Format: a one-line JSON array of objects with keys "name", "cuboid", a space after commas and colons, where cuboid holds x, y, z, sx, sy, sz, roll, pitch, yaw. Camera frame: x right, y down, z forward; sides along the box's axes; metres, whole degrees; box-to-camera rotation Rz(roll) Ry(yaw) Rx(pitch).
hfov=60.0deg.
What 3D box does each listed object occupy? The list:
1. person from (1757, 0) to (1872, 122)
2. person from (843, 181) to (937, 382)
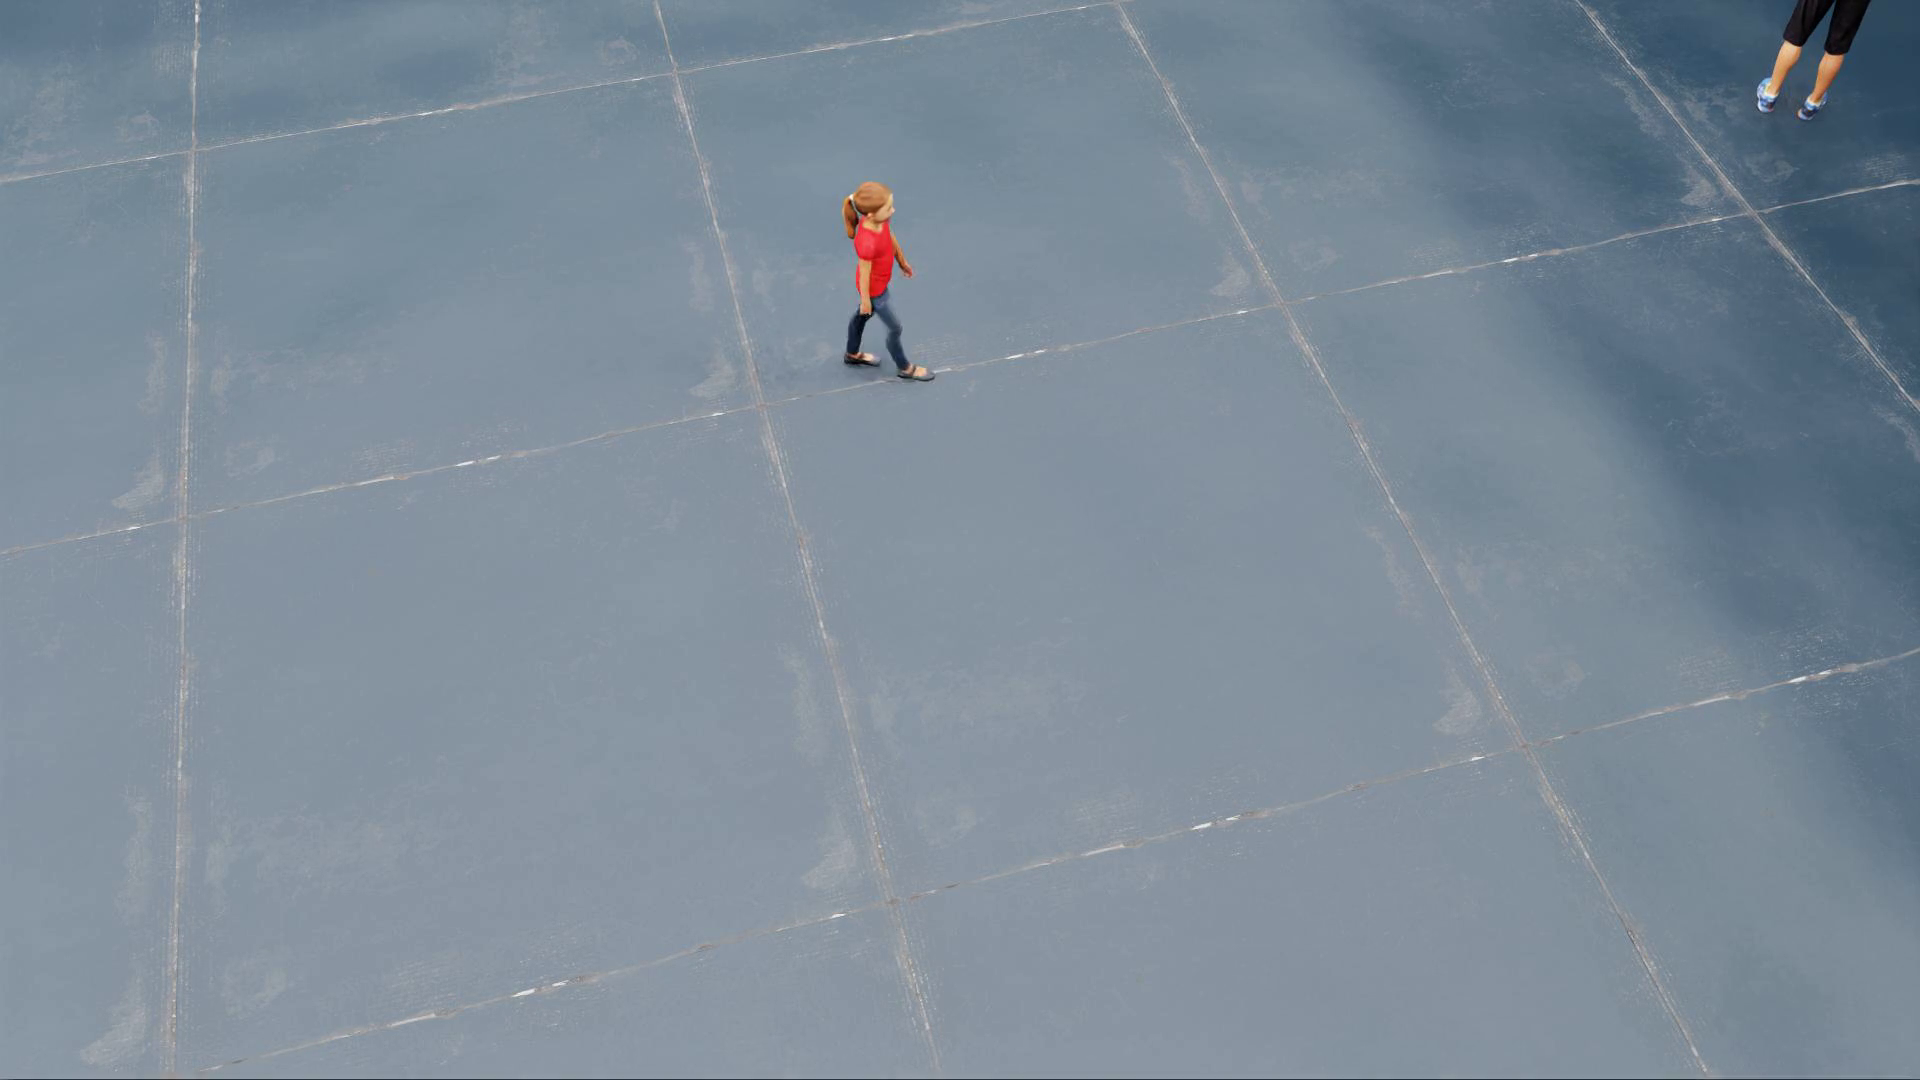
[{"name": "person", "cuboid": [5.223, -3.327, 9.794, 0.702, 1.867, 0.741, 19, 55, 14]}, {"name": "person", "cuboid": [-0.512, -1.340, 8.619, 0.704, 1.293, 0.747, 3, 52, 2]}]
